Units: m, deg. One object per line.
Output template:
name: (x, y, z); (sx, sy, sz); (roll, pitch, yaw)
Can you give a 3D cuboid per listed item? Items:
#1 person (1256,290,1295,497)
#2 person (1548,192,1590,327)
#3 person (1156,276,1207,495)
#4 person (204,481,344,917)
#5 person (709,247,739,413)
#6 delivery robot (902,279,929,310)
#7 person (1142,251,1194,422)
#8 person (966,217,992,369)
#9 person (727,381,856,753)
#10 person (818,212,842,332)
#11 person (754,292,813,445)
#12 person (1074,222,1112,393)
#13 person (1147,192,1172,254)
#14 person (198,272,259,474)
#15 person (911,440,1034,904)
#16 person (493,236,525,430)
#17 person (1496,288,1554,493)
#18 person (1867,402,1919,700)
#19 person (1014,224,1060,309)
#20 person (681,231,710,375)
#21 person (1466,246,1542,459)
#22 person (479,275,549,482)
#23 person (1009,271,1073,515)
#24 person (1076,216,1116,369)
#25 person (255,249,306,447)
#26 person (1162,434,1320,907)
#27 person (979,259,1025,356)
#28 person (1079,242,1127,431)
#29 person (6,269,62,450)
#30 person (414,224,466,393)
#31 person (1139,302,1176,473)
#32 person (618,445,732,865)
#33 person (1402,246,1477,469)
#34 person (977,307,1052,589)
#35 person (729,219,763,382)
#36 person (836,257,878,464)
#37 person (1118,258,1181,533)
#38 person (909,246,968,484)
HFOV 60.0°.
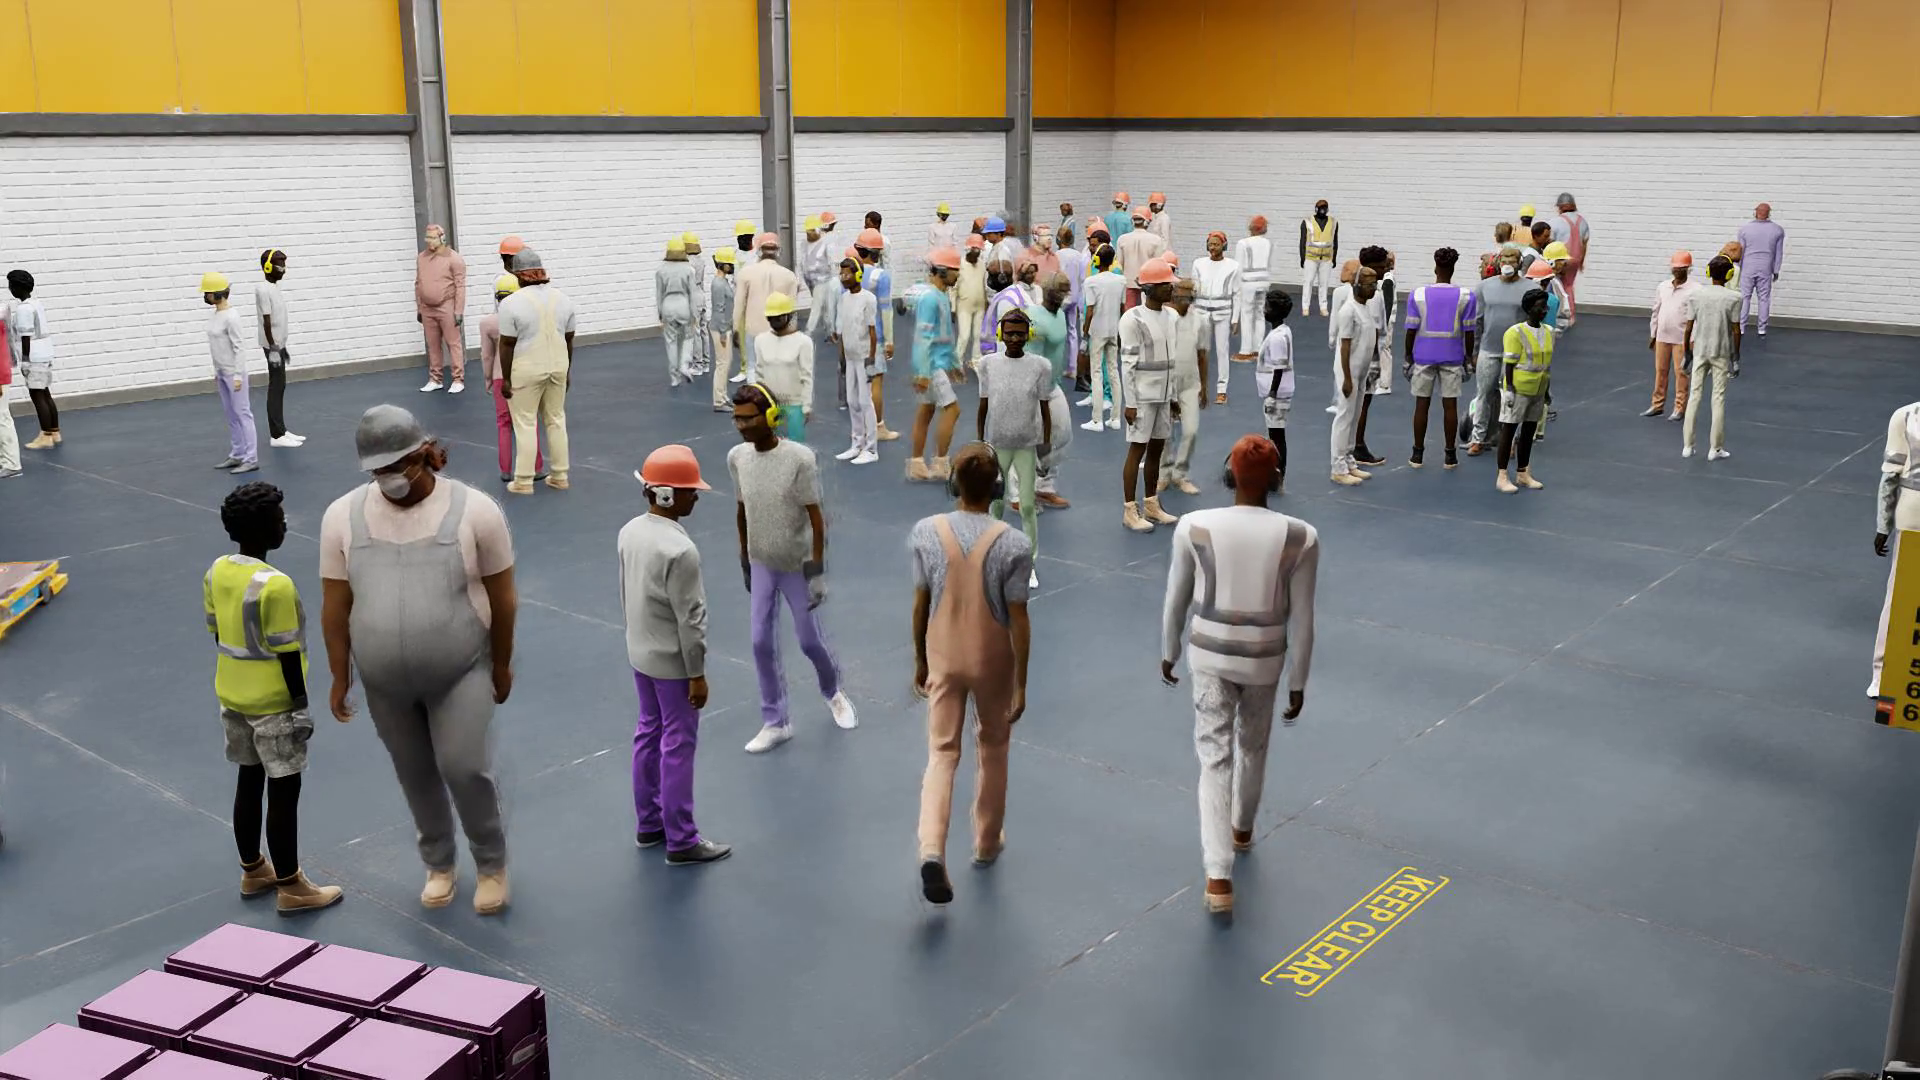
person: (2.588, -1.204, 13.682); (0.319, 1.697, 0.533); (3, 14, 12)
person: (9.077, -4.232, 25.085); (0.698, 2.000, 0.535); (-5, 15, -19)
person: (1.758, -1.248, 13.621); (0.534, 1.830, 0.417); (-1, 14, -5)
person: (-2.677, 0.610, 6.429); (0.540, 1.697, 0.318); (11, 18, 37)
person: (-2.494, -2.228, 17.665); (0.339, 1.756, 0.532); (-1, 14, -2)
delivery robot: (-0.657, -3.953, 26.794); (0.477, 0.478, 0.707); (6, 15, 23)
person: (2.111, -2.072, 17.035); (0.566, 1.751, 0.329); (-1, 14, -6)
person: (0.274, -3.081, 20.807); (0.355, 1.883, 0.575); (-2, 14, -8)
person: (-0.829, 0.107, 8.185); (0.543, 1.835, 0.652); (6, 15, 23)
person: (-1.937, -3.961, 24.581); (0.327, 1.752, 0.562); (4, 15, 15)
person: (-1.389, -1.042, 12.946); (0.526, 1.749, 0.592); (4, 15, 16)
person: (1.539, -2.650, 18.994); (0.382, 1.929, 0.541); (6, 15, 23)
person: (3.120, -4.467, 26.152); (0.423, 1.985, 0.620); (-2, 14, -7)
person: (-6.419, -1.462, 14.579); (0.329, 1.765, 0.526); (-13, 19, -42)
person: (0.030, 0.519, 6.558); (0.508, 1.820, 0.804); (3, 14, 12)
person: (-4.454, -2.063, 16.655); (0.393, 1.929, 0.546); (0, 14, -2)
person: (4.714, -1.241, 13.830); (0.529, 1.697, 0.321); (-8, 16, -28)
person: (5.129, -0.079, 8.720); (0.587, 1.928, 0.362); (6, 15, 22)
person: (0.921, -2.639, 18.981); (0.636, 1.914, 0.406); (-12, 18, -39)
person: (-3.277, -2.898, 20.355); (0.299, 1.745, 0.483); (4, 15, 16)
person: (4.972, -1.715, 15.233); (0.627, 1.940, 0.371); (6, 15, 23)
person: (-3.810, -1.375, 14.222); (0.523, 1.769, 0.315); (-1, 14, -5)
person: (0.643, -1.138, 13.007); (0.497, 1.914, 0.645); (5, 15, 20)
person: (1.653, -3.039, 20.591); (0.409, 1.909, 0.643); (-6, 15, -23)
person: (-6.485, -1.821, 15.812); (0.326, 1.865, 0.518); (-3, 14, -13)
person: (1.105, 0.492, 6.629); (0.592, 1.844, 0.976); (1, 14, 6)
person: (0.388, -1.628, 15.109); (0.429, 1.837, 0.624); (1, 14, 5)
person: (1.425, -2.023, 16.595); (0.532, 1.874, 0.310); (-8, 16, -29)
person: (-8.747, -1.708, 15.725); (0.319, 1.686, 0.539); (-4, 15, -15)
person: (-5.930, -2.627, 18.941); (0.643, 1.910, 0.411); (5, 15, 18)
person: (1.757, -1.393, 14.567); (0.286, 1.633, 0.499); (-3, 14, -10)
person: (-1.185, 0.469, 6.889); (0.341, 1.746, 0.566); (-10, 17, -35)
person: (4.245, -1.610, 14.756); (0.610, 1.964, 0.365); (4, 15, 15)
person: (0.345, -0.597, 10.934); (0.510, 1.860, 0.333); (2, 14, 6)
person: (-2.489, -2.796, 19.575); (0.594, 1.926, 0.367); (11, 17, 36)
person: (-0.933, -1.617, 15.018); (0.341, 1.857, 0.521); (-11, 18, -37)
person: (1.450, -1.089, 12.513); (0.365, 2.048, 0.607); (13, 19, 43)
person: (-0.131, -1.474, 14.114); (0.697, 2.012, 0.605); (1, 14, 4)
